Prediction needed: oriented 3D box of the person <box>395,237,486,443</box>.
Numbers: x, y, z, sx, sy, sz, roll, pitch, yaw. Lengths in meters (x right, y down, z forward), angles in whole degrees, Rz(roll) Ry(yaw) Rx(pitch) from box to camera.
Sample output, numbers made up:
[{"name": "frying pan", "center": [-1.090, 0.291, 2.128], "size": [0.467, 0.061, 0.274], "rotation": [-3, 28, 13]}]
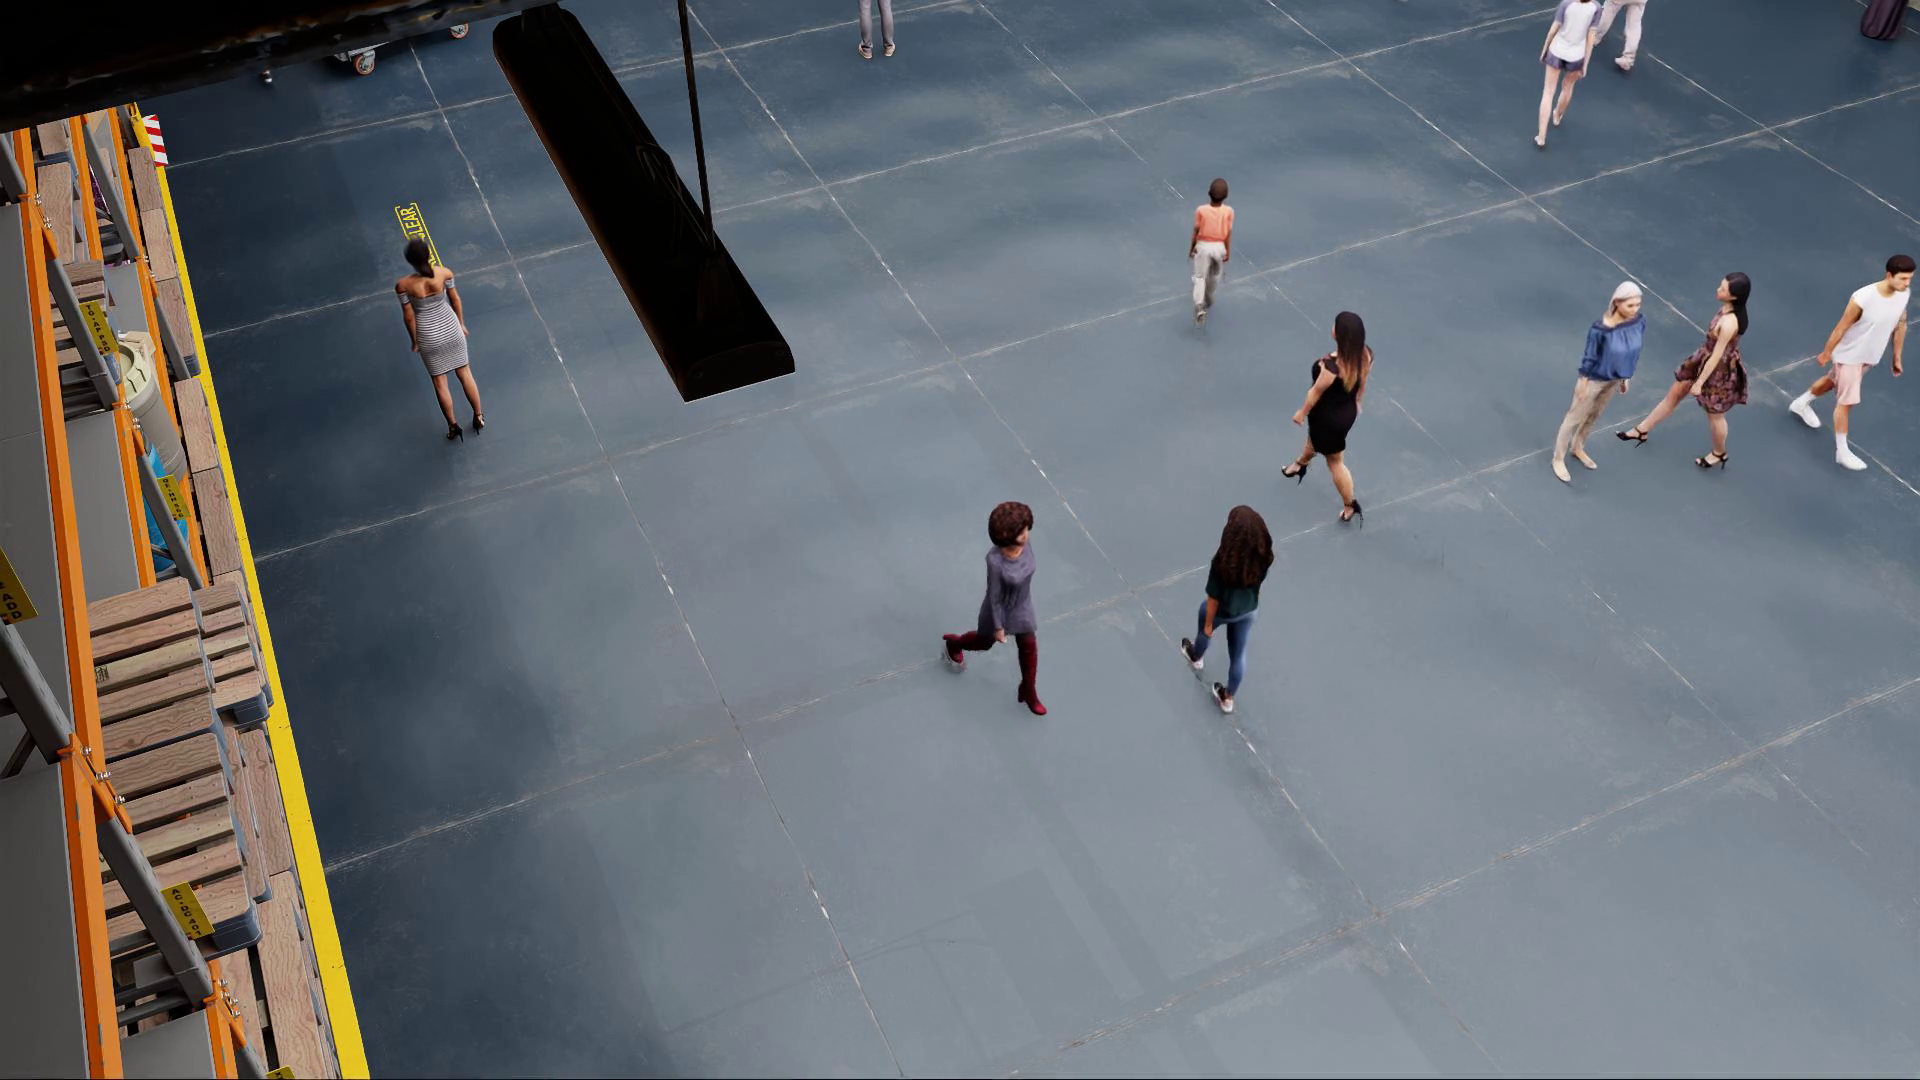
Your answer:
[{"name": "person", "center": [-3.928, -1.512, 12.586], "size": [0.609, 1.822, 0.557], "rotation": [-23, 48, -22]}]

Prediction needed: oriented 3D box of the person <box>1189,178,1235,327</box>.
[{"name": "person", "center": [2.096, -2.402, 13.901], "size": [0.743, 1.296, 0.894], "rotation": [5, 44, 5]}]

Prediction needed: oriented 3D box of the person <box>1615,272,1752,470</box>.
[{"name": "person", "center": [5.666, -1.202, 12.330], "size": [1.120, 1.726, 1.047], "rotation": [17, 46, 17]}]

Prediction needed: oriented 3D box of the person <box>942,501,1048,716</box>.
[{"name": "person", "center": [0.221, 0.411, 10.669], "size": [0.821, 1.682, 1.154], "rotation": [-33, 53, -30]}]

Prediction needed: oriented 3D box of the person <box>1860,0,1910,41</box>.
[{"name": "person", "center": [9.969, -6.111, 17.561], "size": [0.781, 1.617, 0.689], "rotation": [5, 44, 5]}]

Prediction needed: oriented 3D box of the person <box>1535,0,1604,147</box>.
[{"name": "person", "center": [5.775, -4.583, 15.872], "size": [0.958, 1.735, 1.048], "rotation": [12, 45, 12]}]

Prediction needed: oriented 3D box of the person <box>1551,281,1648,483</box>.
[{"name": "person", "center": [4.750, -1.204, 12.351], "size": [0.614, 1.699, 0.562], "rotation": [-16, 46, -16]}]

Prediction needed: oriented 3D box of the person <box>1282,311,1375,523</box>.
[{"name": "person", "center": [2.746, -0.832, 11.977], "size": [0.871, 1.677, 1.129], "rotation": [-32, 52, -29]}]

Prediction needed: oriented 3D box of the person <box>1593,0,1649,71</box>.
[{"name": "person", "center": [6.924, -5.631, 17.040], "size": [0.861, 1.641, 1.154], "rotation": [-5, 44, -5]}]

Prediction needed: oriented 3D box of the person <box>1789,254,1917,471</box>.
[{"name": "person", "center": [6.747, -1.469, 12.607], "size": [0.699, 1.730, 1.149], "rotation": [-14, 45, -14]}]

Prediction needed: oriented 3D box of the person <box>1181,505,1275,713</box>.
[{"name": "person", "center": [1.773, 0.493, 10.644], "size": [0.673, 1.596, 0.906], "rotation": [-12, 45, -12]}]

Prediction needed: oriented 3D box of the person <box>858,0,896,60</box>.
[{"name": "person", "center": [-0.903, -5.921, 17.130], "size": [0.718, 1.937, 0.667], "rotation": [-6, 44, -6]}]
